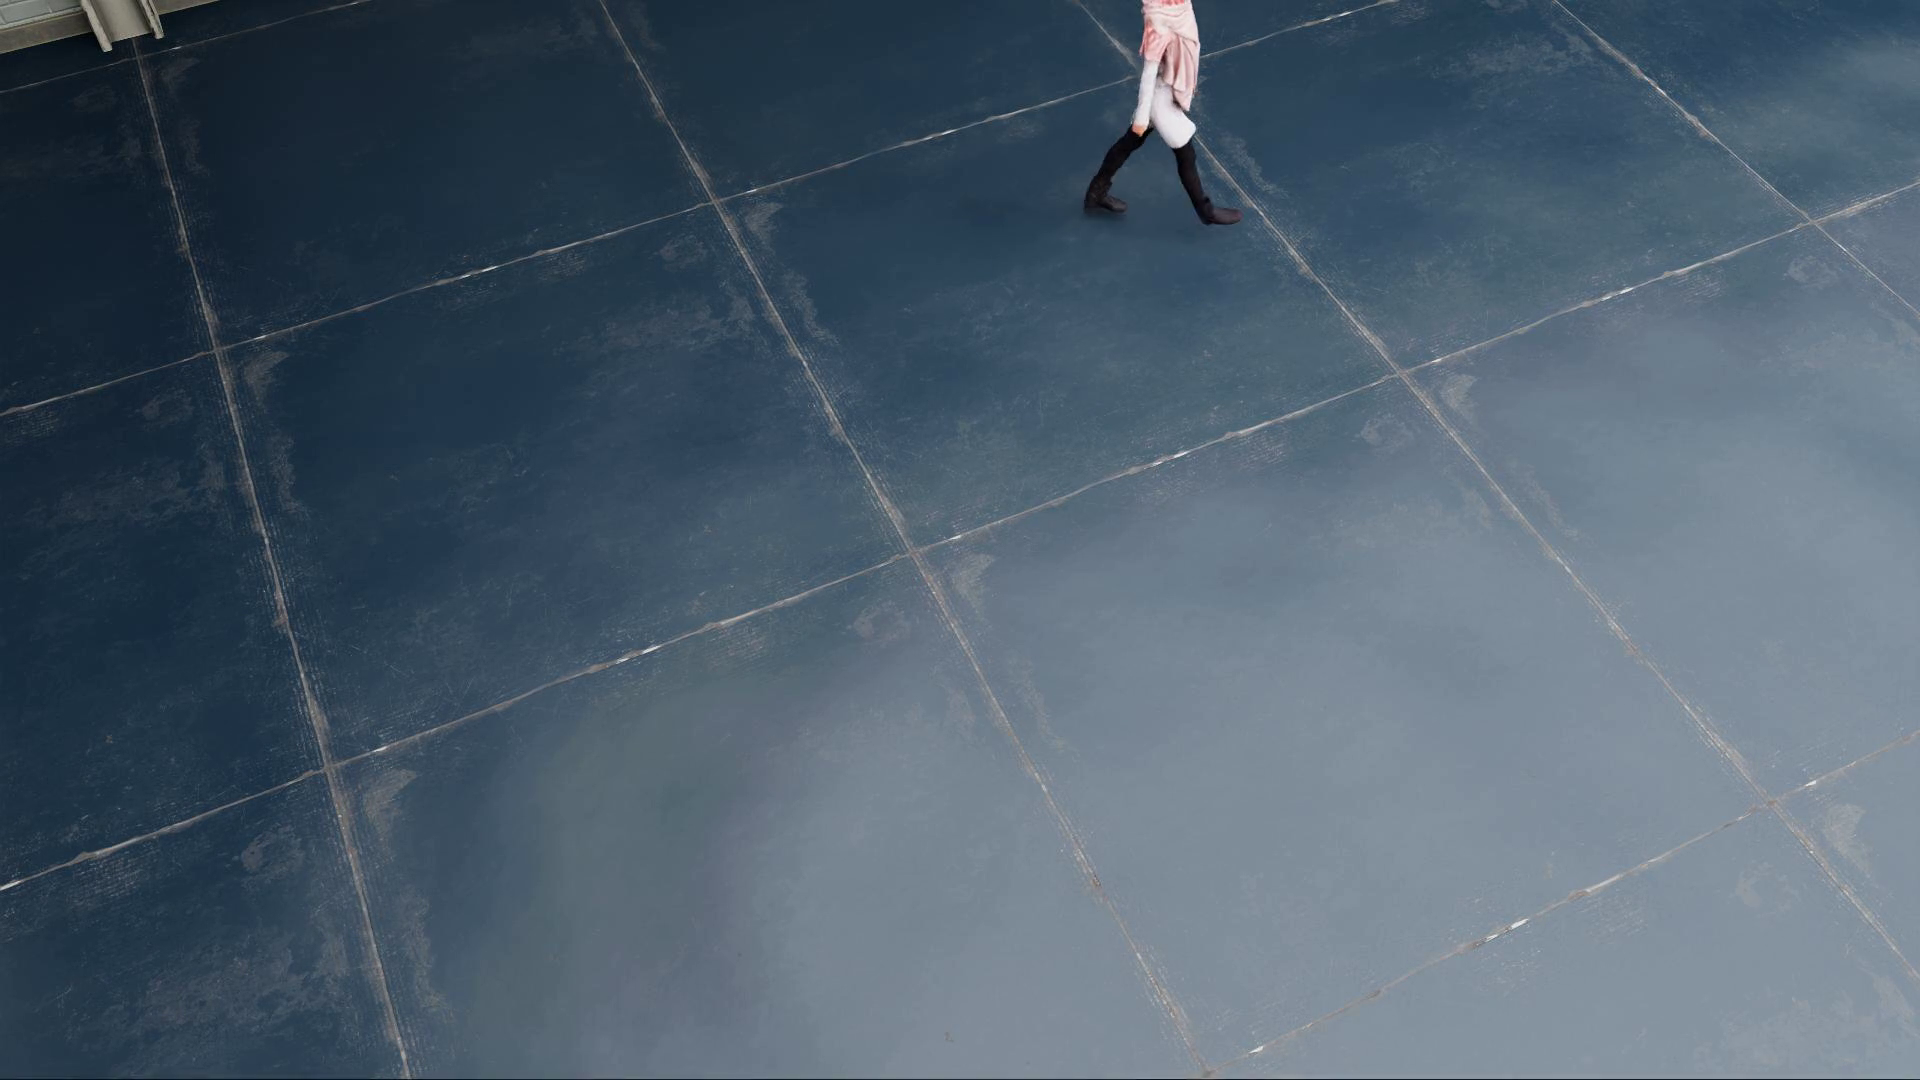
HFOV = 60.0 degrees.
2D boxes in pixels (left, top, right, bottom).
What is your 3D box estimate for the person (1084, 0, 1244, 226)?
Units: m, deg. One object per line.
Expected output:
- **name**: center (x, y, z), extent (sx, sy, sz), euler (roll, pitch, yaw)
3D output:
- **person**: center (1.047, -2.501, 9.450), extent (1.263, 1.745, 1.123), euler (10, 53, 8)
